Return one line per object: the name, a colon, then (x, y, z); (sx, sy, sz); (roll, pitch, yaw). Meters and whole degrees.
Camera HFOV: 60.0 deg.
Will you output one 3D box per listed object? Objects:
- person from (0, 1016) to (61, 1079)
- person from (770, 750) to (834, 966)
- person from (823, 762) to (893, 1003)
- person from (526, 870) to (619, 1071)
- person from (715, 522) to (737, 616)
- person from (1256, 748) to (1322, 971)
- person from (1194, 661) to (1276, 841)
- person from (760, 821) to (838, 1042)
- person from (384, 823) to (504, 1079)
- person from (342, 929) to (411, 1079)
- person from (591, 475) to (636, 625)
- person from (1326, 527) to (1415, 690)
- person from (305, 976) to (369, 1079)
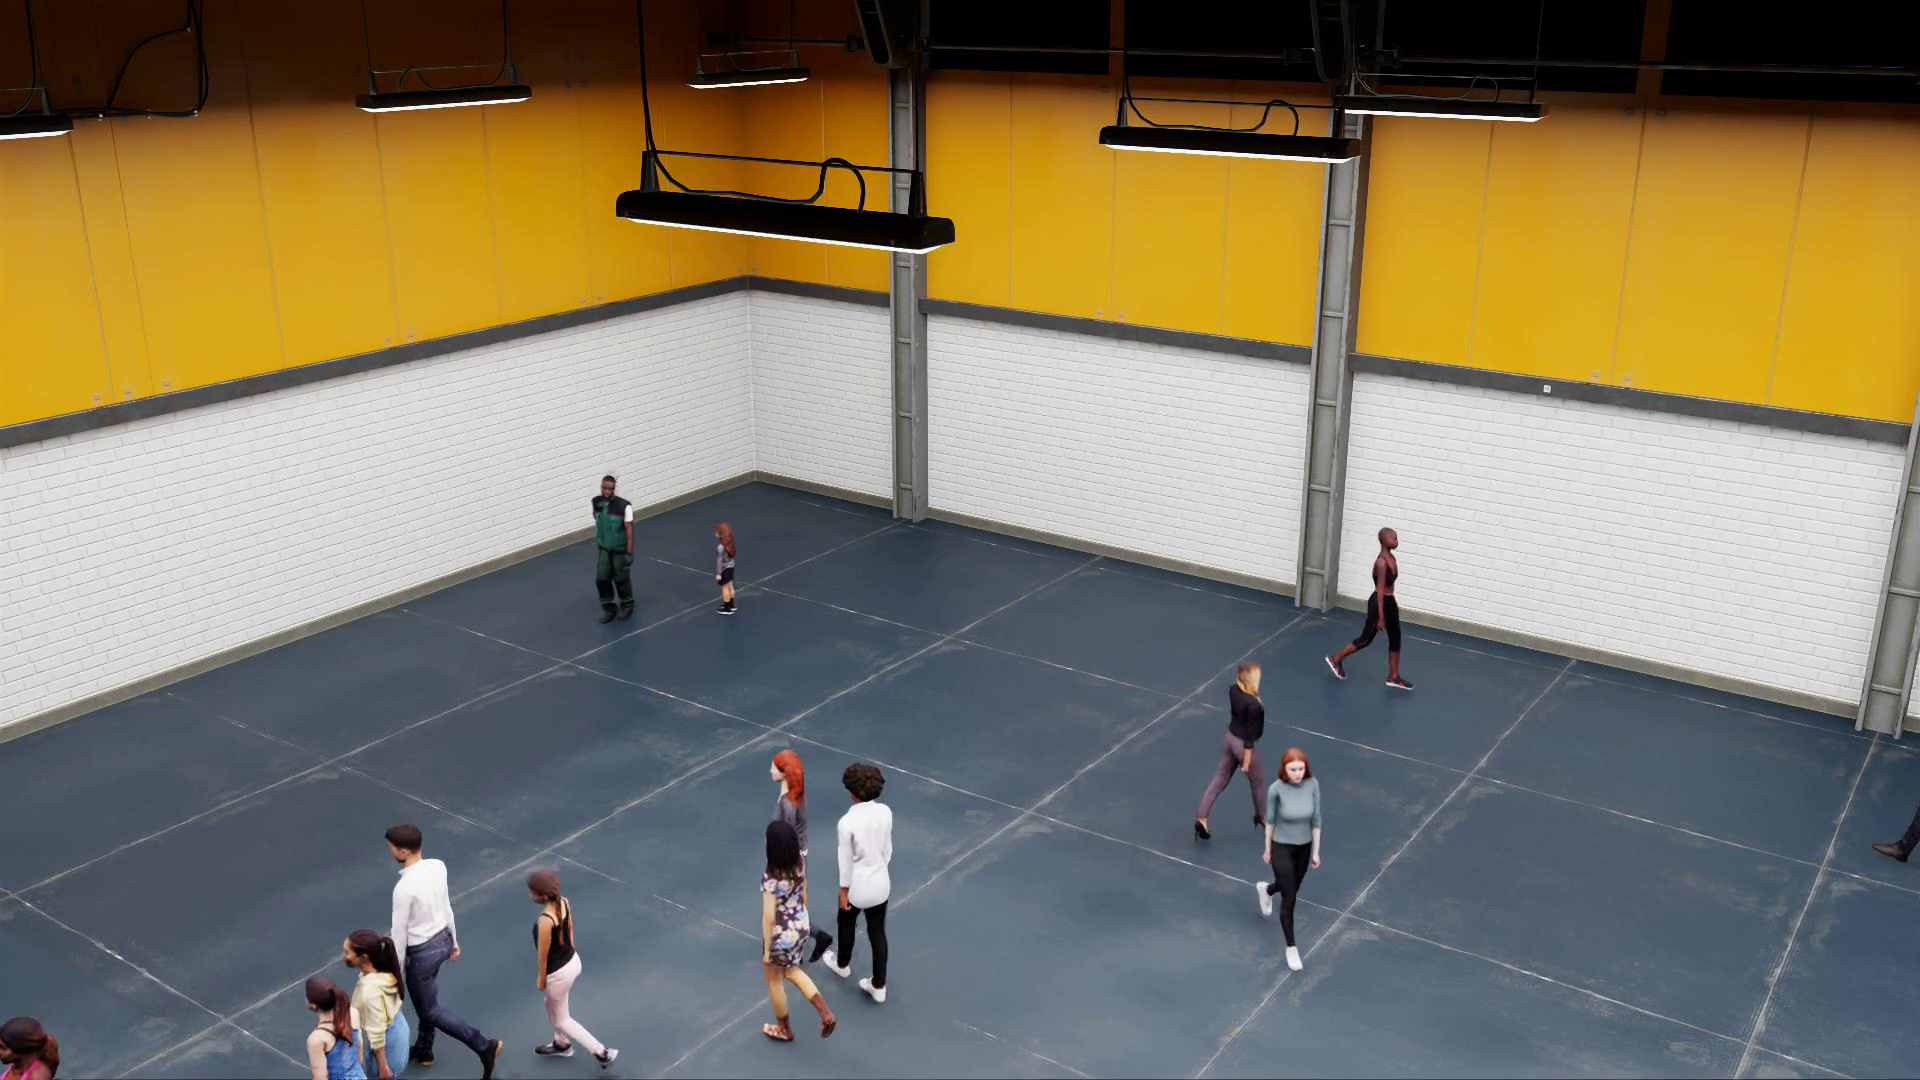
person: (-5.071, 3.401, 9.338); (0.800, 1.711, 0.685); (17, 25, 40)
person: (-1.162, 2.380, 12.285); (0.855, 1.765, 0.793); (-2, 19, -5)
person: (-0.632, 2.489, 11.936); (0.853, 1.781, 1.020); (-13, 22, -33)
person: (-2.613, 2.904, 11.093); (0.984, 1.532, 0.755); (5, 19, 16)
person: (-2.734, 0.317, 19.441); (0.543, 1.107, 0.526); (5, 19, 14)
person: (2.468, 2.316, 12.549); (1.024, 1.717, 1.111); (-4, 19, -12)
person: (2.296, 1.834, 14.126); (0.992, 1.624, 1.076); (-9, 20, -24)
person: (-1.120, 2.724, 11.338); (0.835, 1.717, 0.611); (13, 22, 33)
person: (-3.460, 2.756, 11.057); (1.198, 1.836, 0.853); (6, 19, 17)
person: (-3.474, 3.124, 10.314); (0.954, 1.613, 0.877); (-1, 19, -2)
person: (-3.931, 0.092, 19.046); (0.853, 1.787, 0.884); (8, 20, 24)
person: (4.281, 0.708, 17.315); (1.161, 1.724, 0.666); (11, 21, 29)
person: (-3.582, 3.305, 9.819); (1.037, 1.586, 0.678); (9, 21, 26)
